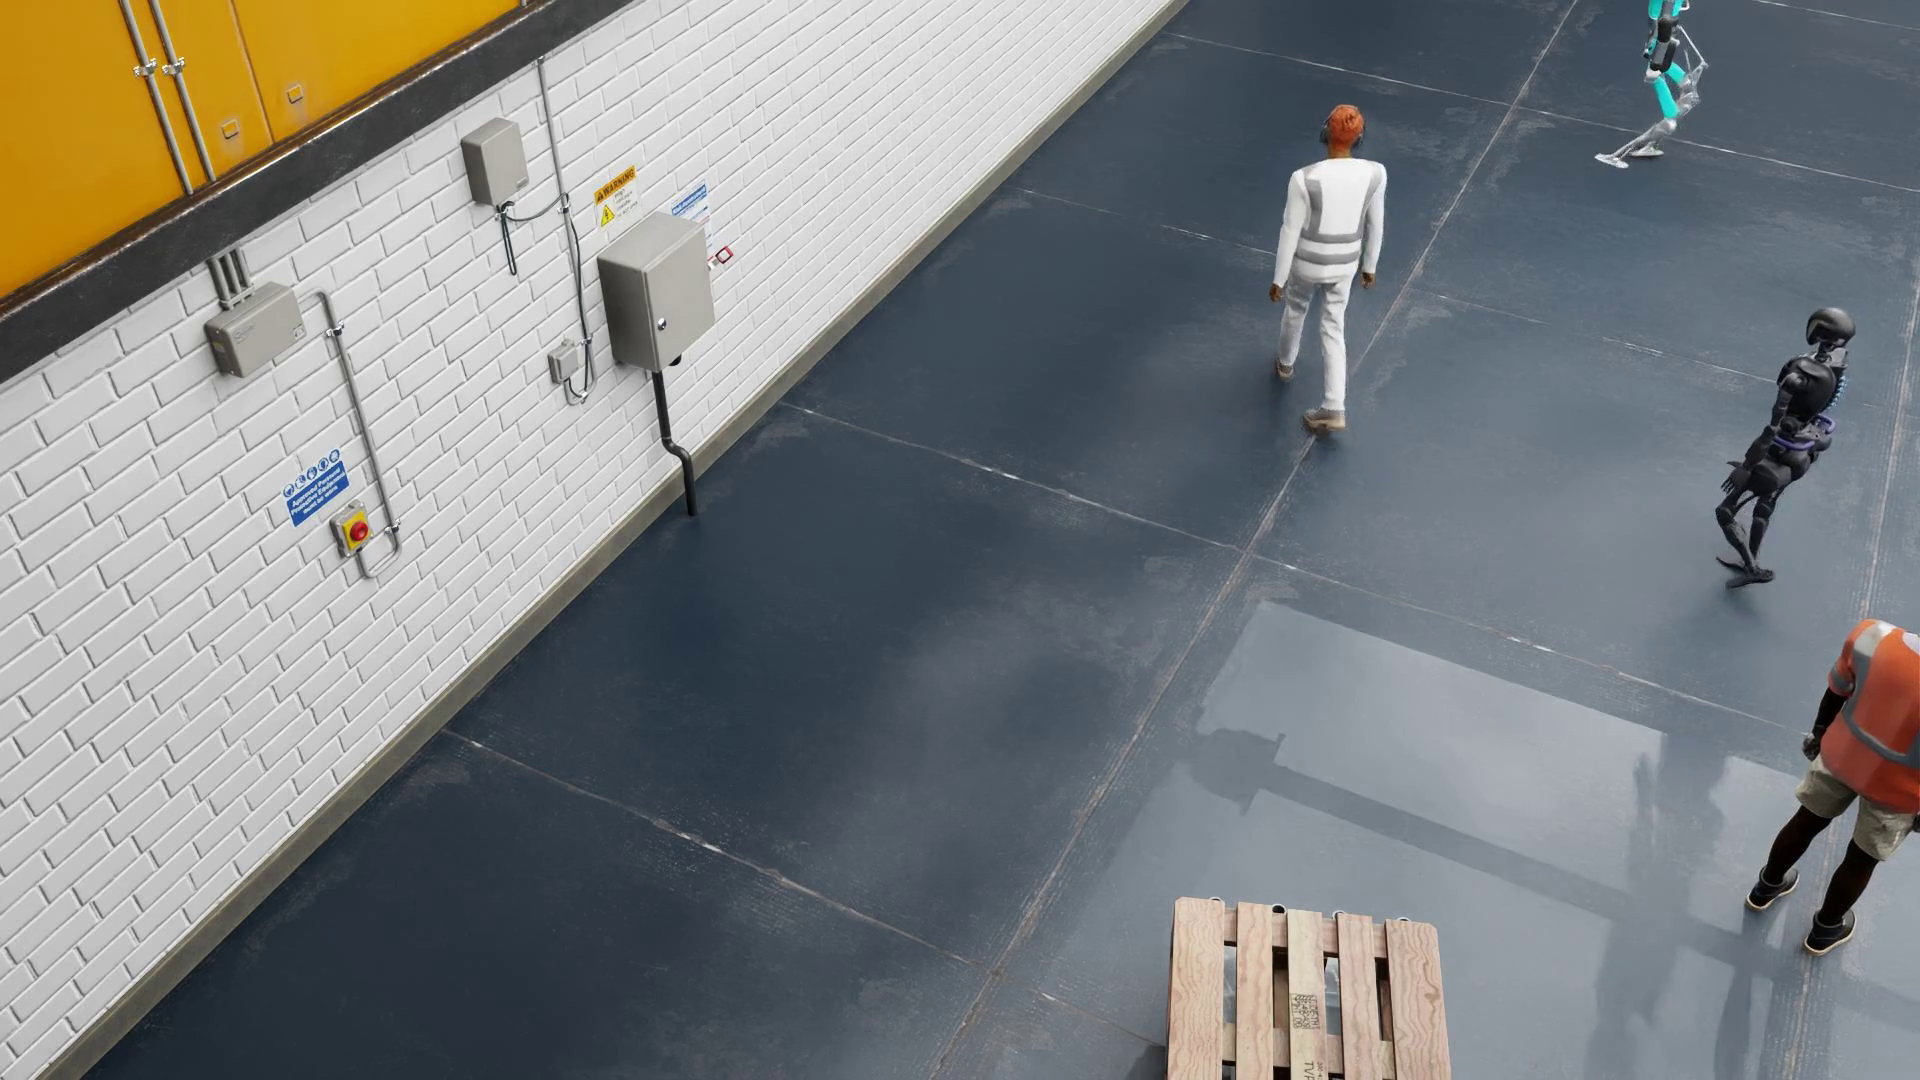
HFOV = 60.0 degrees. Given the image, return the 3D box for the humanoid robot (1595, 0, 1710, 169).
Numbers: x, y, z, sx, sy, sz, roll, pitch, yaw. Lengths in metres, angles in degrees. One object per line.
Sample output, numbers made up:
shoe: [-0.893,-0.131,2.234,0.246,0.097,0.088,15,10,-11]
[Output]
humanoid robot: [5.054,-3.419,11.683,0.730,1.795,0.557,9,42,11]

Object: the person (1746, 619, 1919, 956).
person: [3.599,0.882,6.529,0.369,1.958,0.595,-21,45,-22]

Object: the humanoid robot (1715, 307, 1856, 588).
humanoid robot: [4.122,-0.443,8.271,0.598,1.642,0.378,-27,48,-28]

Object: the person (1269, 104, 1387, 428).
person: [2.078,-1.533,9.421,0.634,1.835,0.946,-3,41,-3]
